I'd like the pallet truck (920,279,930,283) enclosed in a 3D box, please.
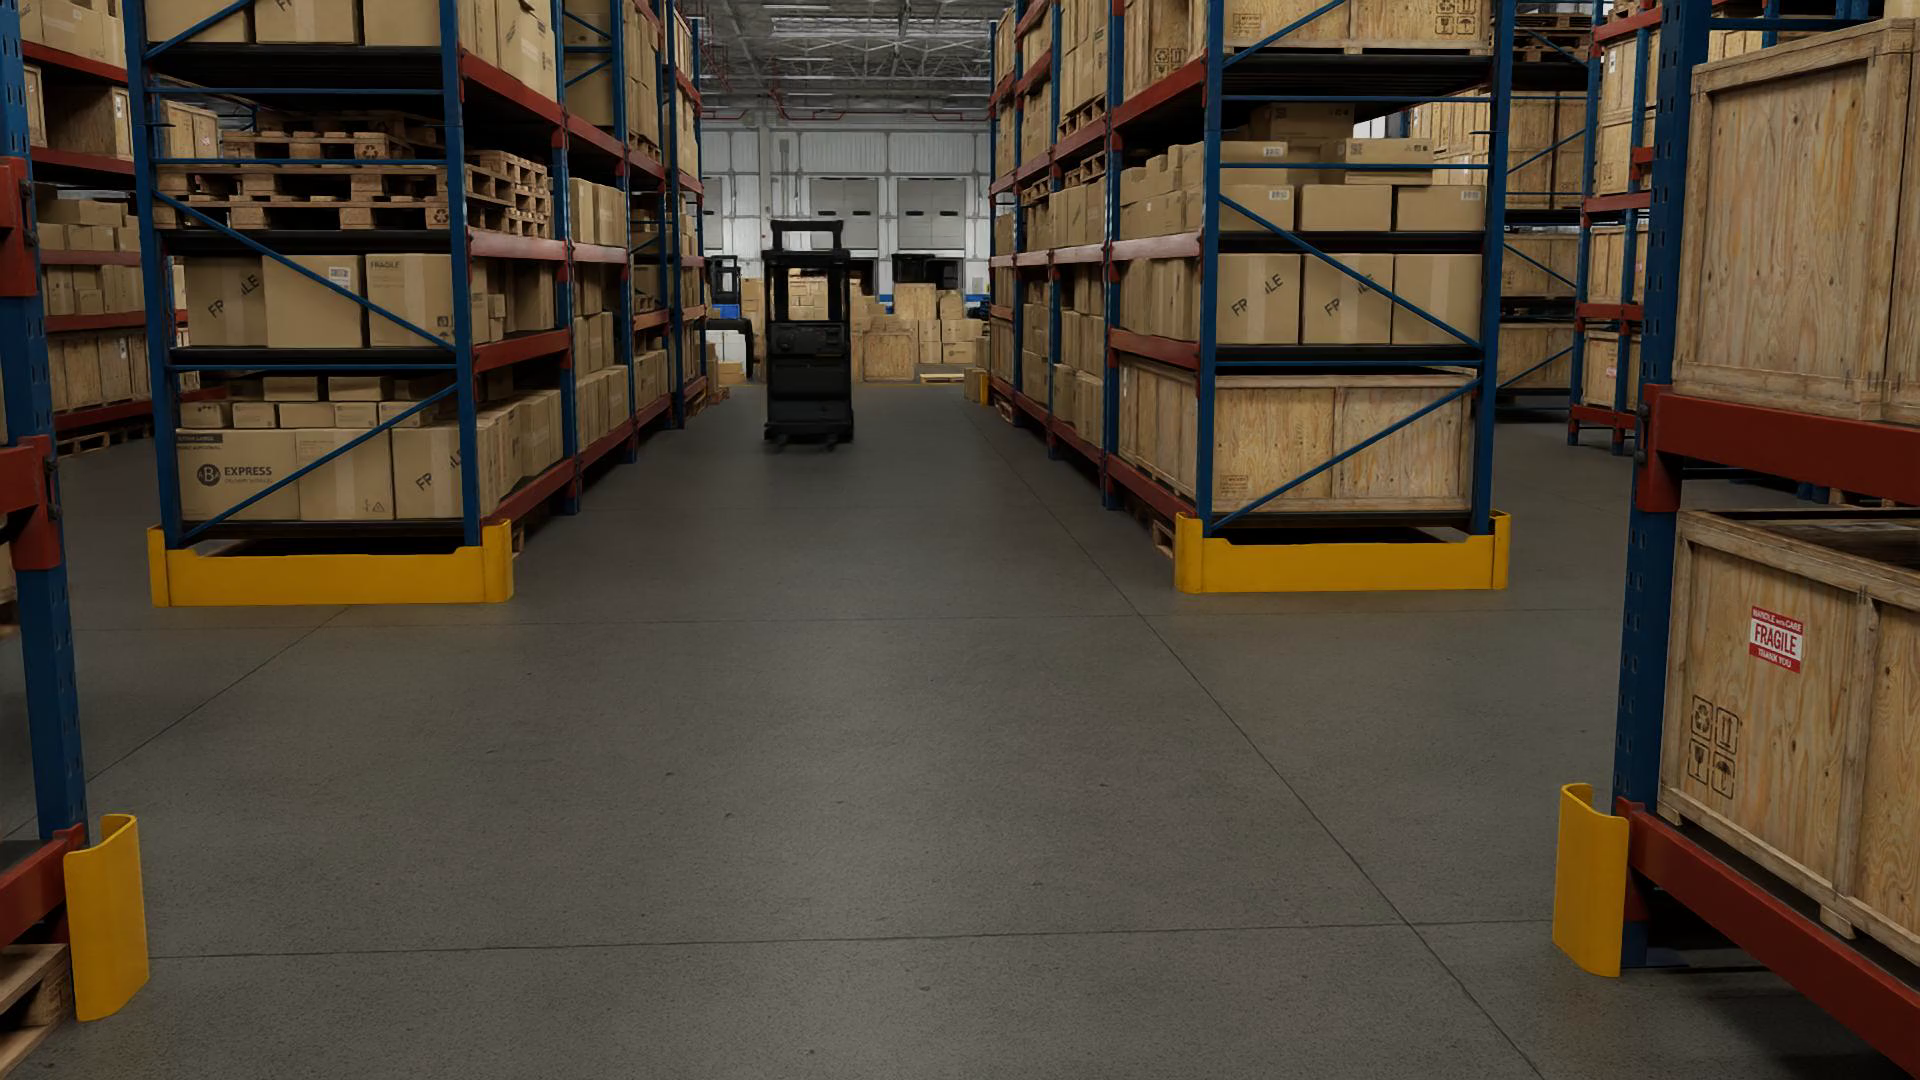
[{"bbox_3d":[-0.932,-8.922,63.114,1.885,1.965,0.823,2,9,13],"label":"pallet truck"}]

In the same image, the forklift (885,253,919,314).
[{"bbox_3d":[-1.788,-7.999,54.557,1.129,2.768,1.873,-6,11,-32],"label":"forklift"}]

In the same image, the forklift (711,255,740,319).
[{"bbox_3d":[-8.400,-8.786,59.500,1.129,2.768,1.873,-1,9,-4],"label":"forklift"}]

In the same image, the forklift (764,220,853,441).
[{"bbox_3d":[-1.973,-2.762,21.670,1.129,2.768,1.873,-1,9,-4],"label":"forklift"}]
